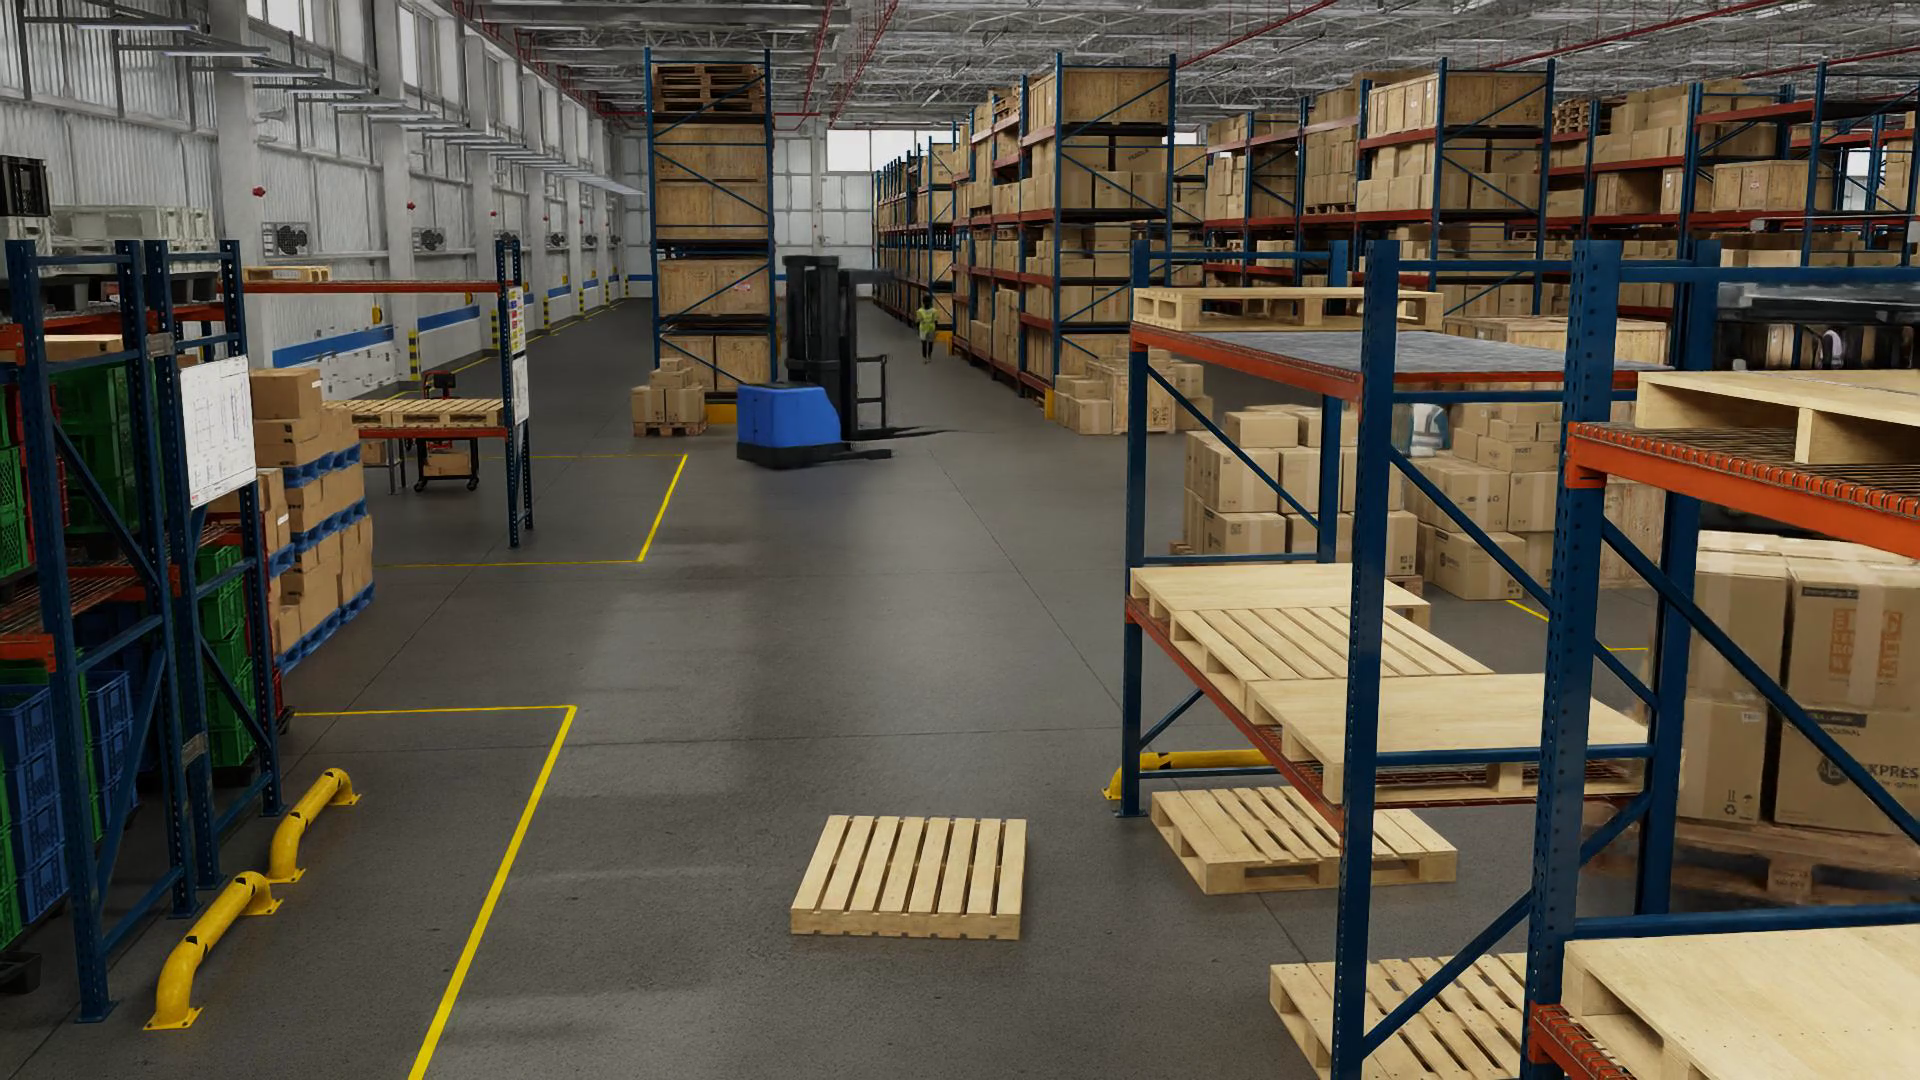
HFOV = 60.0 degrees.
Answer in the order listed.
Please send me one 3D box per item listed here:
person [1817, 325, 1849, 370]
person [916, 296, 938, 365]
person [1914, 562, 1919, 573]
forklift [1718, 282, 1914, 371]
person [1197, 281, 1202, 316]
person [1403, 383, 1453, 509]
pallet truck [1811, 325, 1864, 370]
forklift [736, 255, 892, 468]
[{"bbox_3d":[13.080,-2.410,24.988,0.397,1.911,0.587,10,14,44],"label":"person"},{"bbox_3d":[-0.806,-5.158,40.855,0.542,1.678,0.699,-1,10,-6],"label":"person"},{"bbox_3d":[4.533,0.691,7.918,0.549,1.872,1.036,-5,11,-27],"label":"person"},{"bbox_3d":[4.610,-0.053,9.229,1.129,2.768,1.873,5,11,24],"label":"forklift"},{"bbox_3d":[7.243,-6.823,49.690,0.881,1.807,0.601,1,10,4],"label":"person"},{"bbox_3d":[4.935,-0.877,17.343,0.858,1.588,0.546,-4,11,-20],"label":"person"},{"bbox_3d":[15.846,-3.142,28.793,1.885,1.965,0.823,2,10,12],"label":"pallet truck"},{"bbox_3d":[-2.019,-2.459,22.557,1.873,2.768,1.129,-8,13,-38],"label":"forklift"}]
